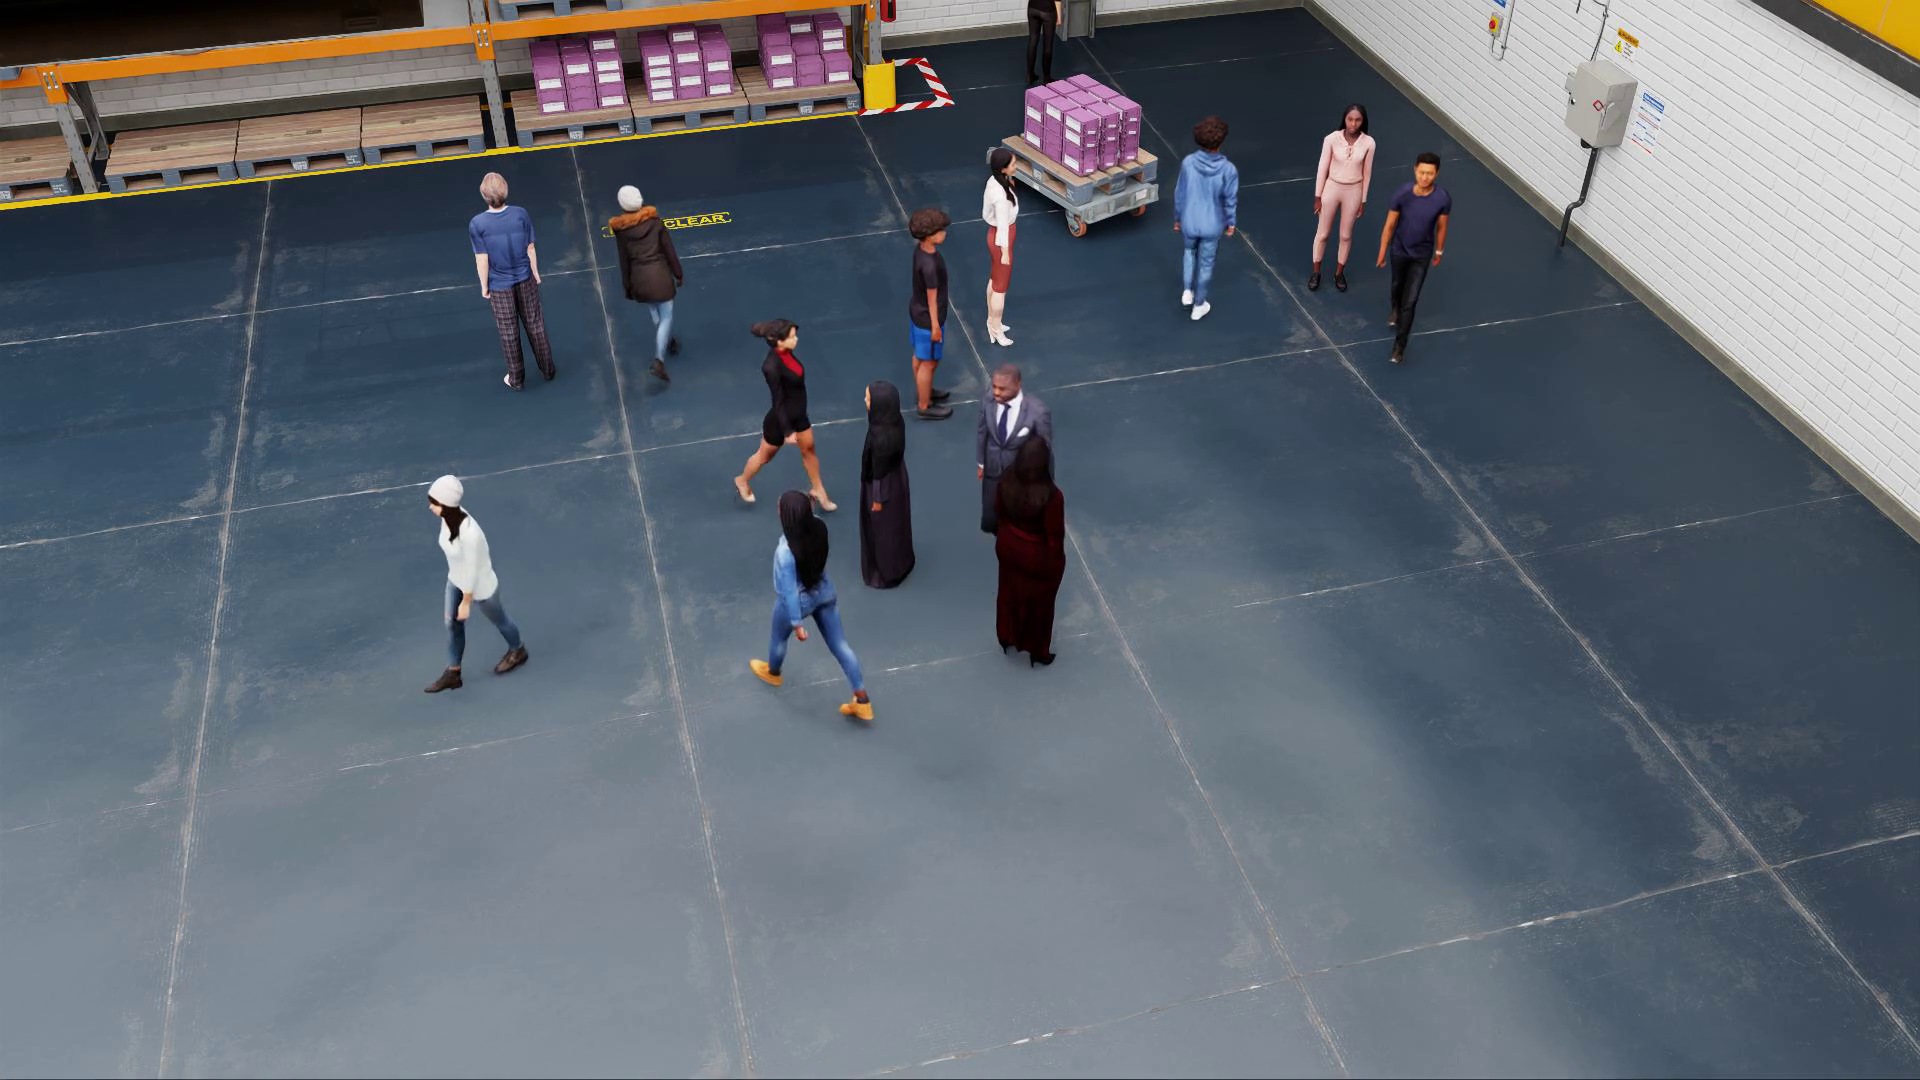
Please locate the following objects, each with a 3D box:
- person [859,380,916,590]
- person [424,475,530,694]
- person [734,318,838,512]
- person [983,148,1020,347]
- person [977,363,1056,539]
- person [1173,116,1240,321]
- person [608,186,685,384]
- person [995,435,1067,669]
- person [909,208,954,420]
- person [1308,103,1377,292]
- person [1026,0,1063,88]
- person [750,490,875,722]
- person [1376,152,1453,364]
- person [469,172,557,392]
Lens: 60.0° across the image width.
[{"bbox_3d":[-0.505,-0.401,11.400,0.704,1.616,0.683,4,39,5],"label":"person"},{"bbox_3d":[-3.025,0.243,10.592,0.857,1.618,1.030,31,48,33],"label":"person"},{"bbox_3d":[-1.345,-0.849,11.965,1.078,1.611,0.886,9,39,11],"label":"person"},{"bbox_3d":[0.344,-2.446,13.853,0.561,1.750,0.633,-4,39,-4],"label":"person"},{"bbox_3d":[0.383,-0.479,11.345,0.877,1.807,0.939,16,41,20],"label":"person"},{"bbox_3d":[2.033,-2.681,14.116,0.778,1.789,0.860,17,42,20],"label":"person"},{"bbox_3d":[-2.503,-2.052,13.483,1.052,1.596,0.938,4,39,5],"label":"person"},{"bbox_3d":[0.443,0.076,10.691,0.772,1.757,0.804,27,46,29],"label":"person"},{"bbox_3d":[-0.253,-1.769,12.973,0.571,1.792,0.616,-6,39,-7],"label":"person"},{"bbox_3d":[3.340,-3.006,14.578,0.601,1.722,0.745,4,39,5],"label":"person"},{"bbox_3d":[0.892,-5.737,18.063,0.627,1.639,0.691,19,42,22],"label":"person"},{"bbox_3d":[-0.863,0.449,10.304,1.163,1.656,1.182,22,44,25],"label":"person"},{"bbox_3d":[3.762,-2.434,13.843,1.199,1.744,1.158,13,40,16],"label":"person"},{"bbox_3d":[-3.582,-2.065,13.280,0.571,1.871,0.774,-20,43,-23],"label":"person"}]
